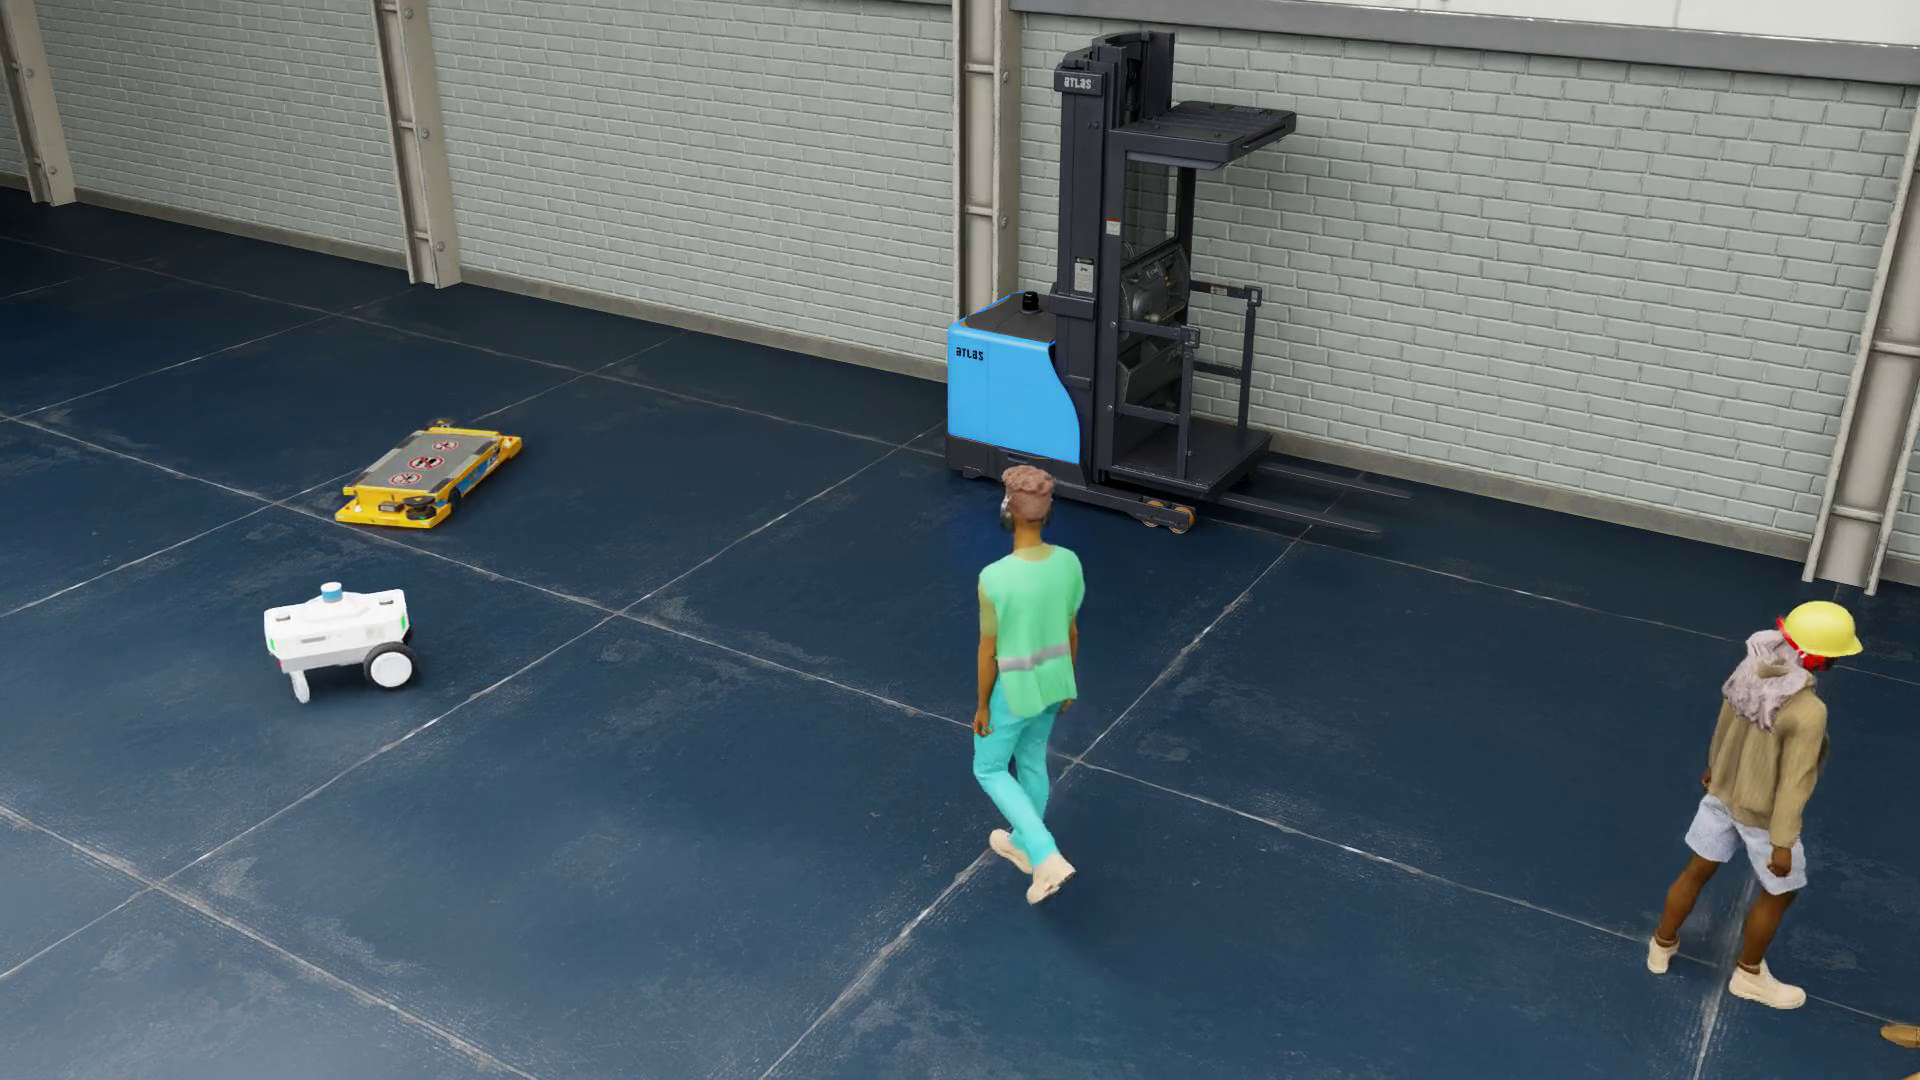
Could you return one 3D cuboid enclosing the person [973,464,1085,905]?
[{"bbox_3d":[0.305,0.634,6.946,0.496,1.957,0.606,-17,30,-32],"label":"person"}]

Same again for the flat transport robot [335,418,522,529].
[{"bbox_3d":[-3.560,-0.457,11.224,0.659,0.231,1.431,4,26,9],"label":"flat transport robot"}]

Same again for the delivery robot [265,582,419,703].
[{"bbox_3d":[-3.263,0.514,8.857,0.784,0.612,0.499,-9,27,-19],"label":"delivery robot"}]

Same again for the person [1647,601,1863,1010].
[{"bbox_3d":[3.070,1.008,6.419,0.527,1.730,0.613,-4,26,-8],"label":"person"}]

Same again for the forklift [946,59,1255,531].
[{"bbox_3d":[0.933,-1.707,10.833,1.873,2.768,1.129,15,29,28],"label":"forklift"}]

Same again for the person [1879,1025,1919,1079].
[{"bbox_3d":[3.625,1.189,5.915,0.501,1.846,0.616,2,25,3],"label":"person"}]
